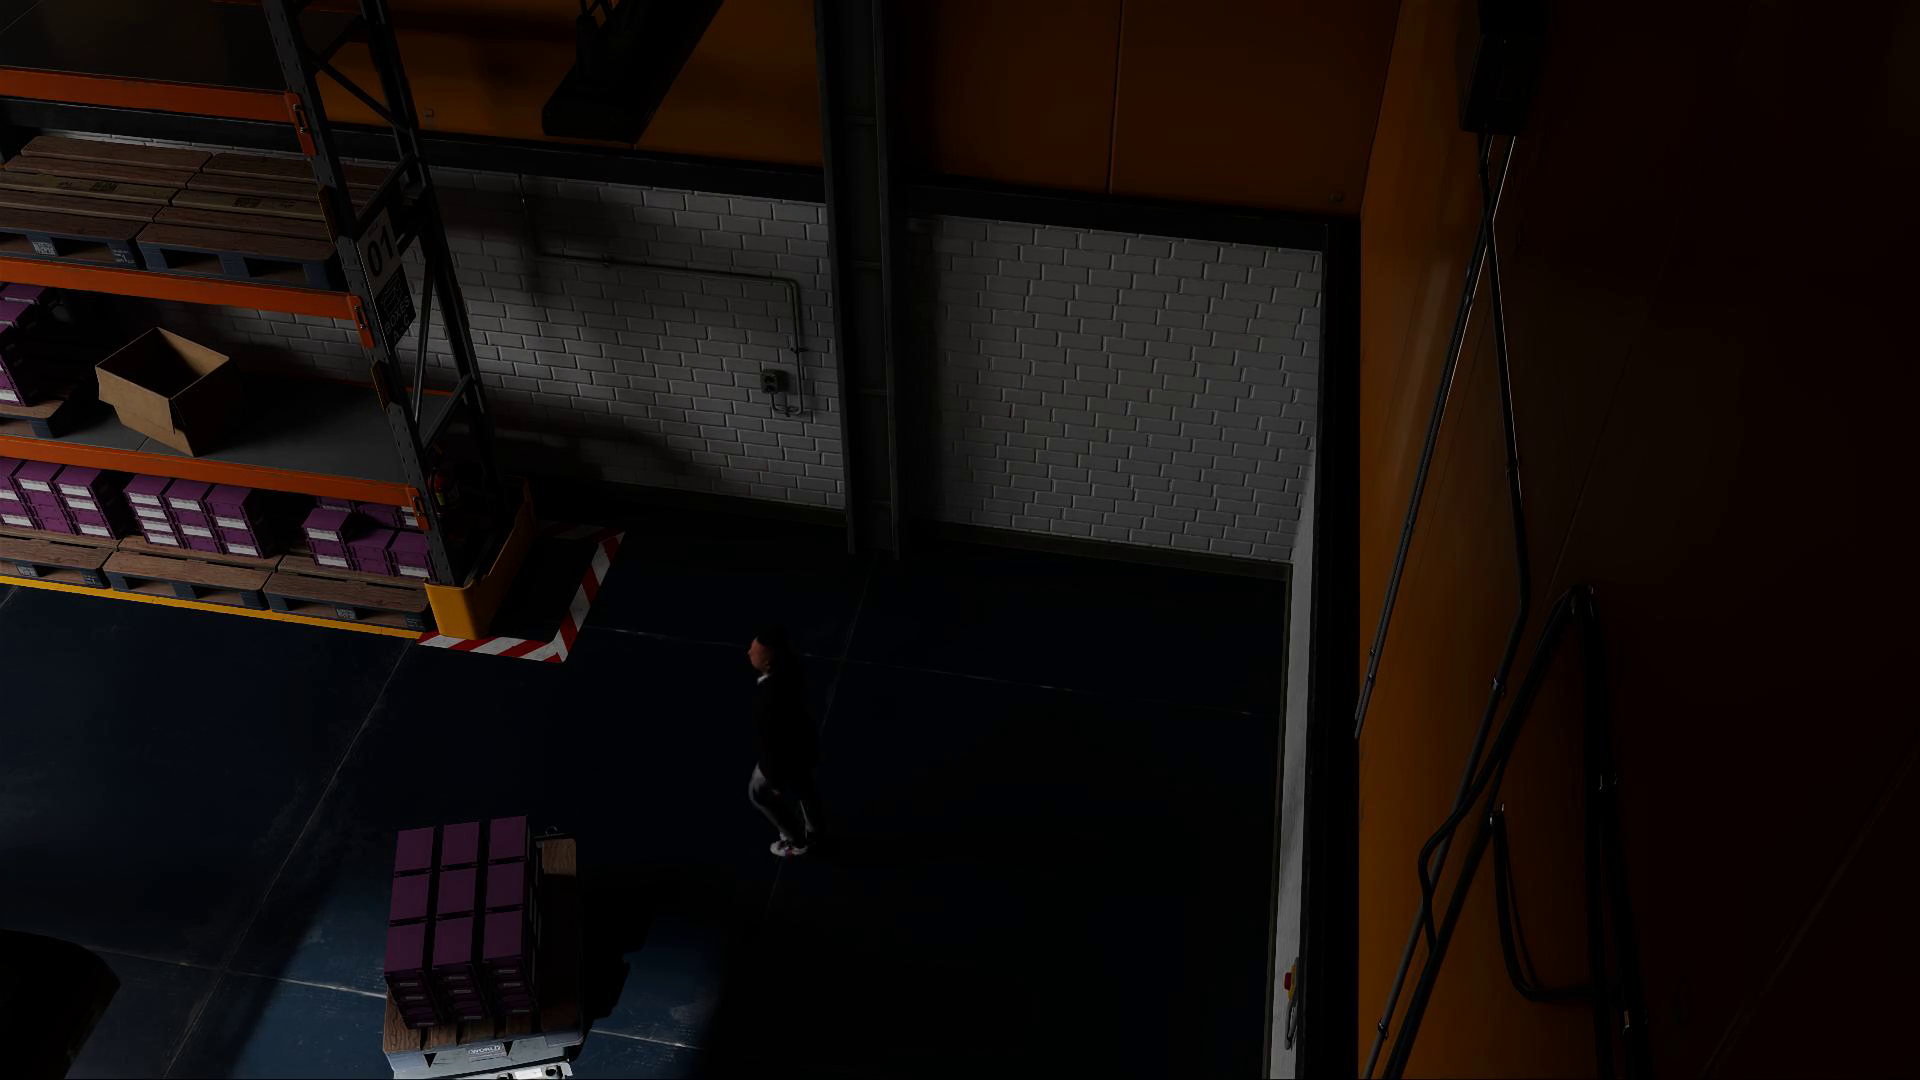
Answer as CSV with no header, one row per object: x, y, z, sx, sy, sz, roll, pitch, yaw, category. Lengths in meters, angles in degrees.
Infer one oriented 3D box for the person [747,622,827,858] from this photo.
-0.904,1.207,9.610,0.694,1.937,0.747,13,45,13,person
